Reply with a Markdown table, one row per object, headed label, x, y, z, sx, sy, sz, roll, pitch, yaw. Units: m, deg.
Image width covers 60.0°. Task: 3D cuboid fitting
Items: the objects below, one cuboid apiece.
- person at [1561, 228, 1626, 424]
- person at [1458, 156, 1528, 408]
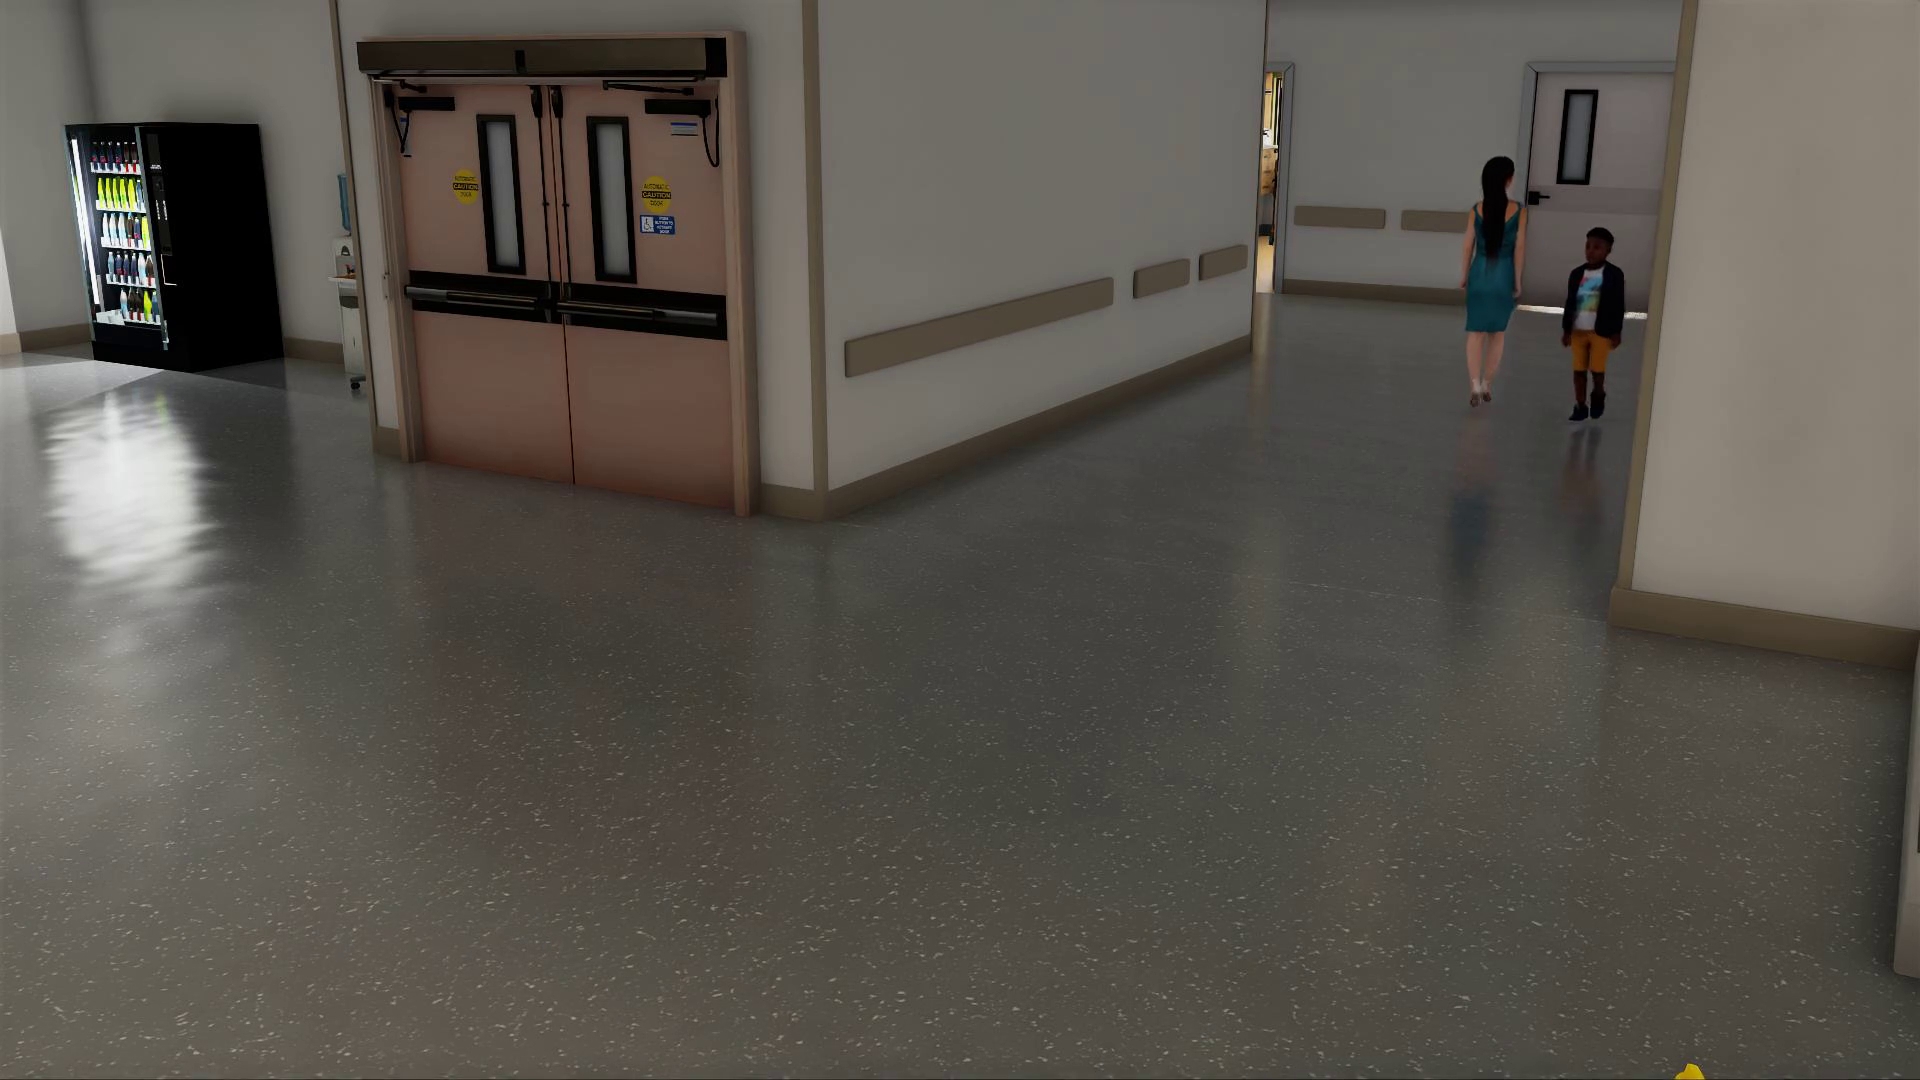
| label | x | y | z | sx | sy | sz | roll | pitch | yaw |
| --- | --- | --- | --- | --- | --- | --- | --- | --- | --- |
| person | 4.138 | -1.397 | 10.822 | 0.567 | 1.264 | 0.626 | 12 | 20 | 36 |
| person | 3.532 | -1.677 | 11.079 | 0.707 | 1.665 | 0.697 | 5 | 17 | 19 |
